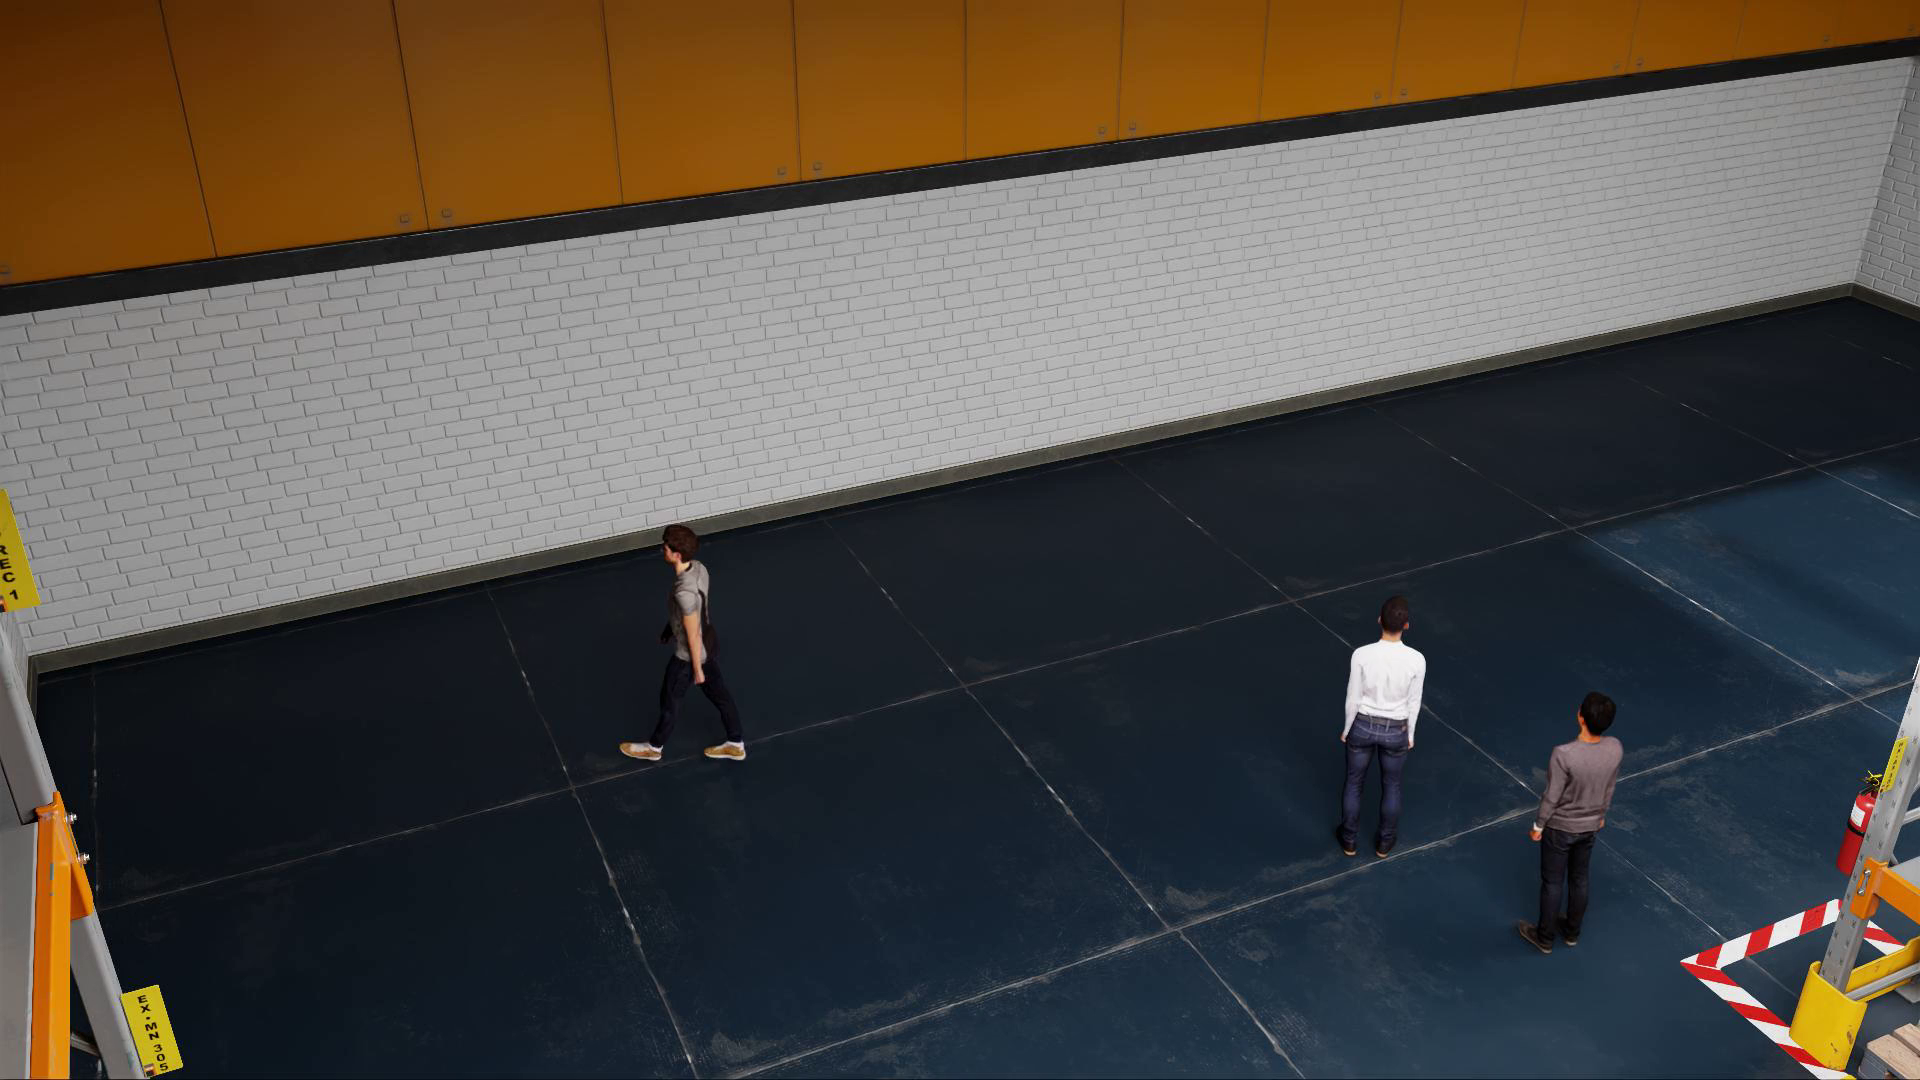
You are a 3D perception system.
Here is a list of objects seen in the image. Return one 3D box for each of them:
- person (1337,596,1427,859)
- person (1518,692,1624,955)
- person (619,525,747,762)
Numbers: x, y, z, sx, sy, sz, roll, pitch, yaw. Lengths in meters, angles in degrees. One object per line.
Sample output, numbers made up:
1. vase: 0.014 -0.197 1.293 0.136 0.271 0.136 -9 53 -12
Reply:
1. person: 2.652 1.195 10.530 0.714 1.868 0.753 6 29 10
2. person: 3.599 1.665 9.775 0.567 1.766 0.679 -12 31 -21
3. person: -1.726 0.753 11.355 1.056 1.854 1.135 2 29 4
